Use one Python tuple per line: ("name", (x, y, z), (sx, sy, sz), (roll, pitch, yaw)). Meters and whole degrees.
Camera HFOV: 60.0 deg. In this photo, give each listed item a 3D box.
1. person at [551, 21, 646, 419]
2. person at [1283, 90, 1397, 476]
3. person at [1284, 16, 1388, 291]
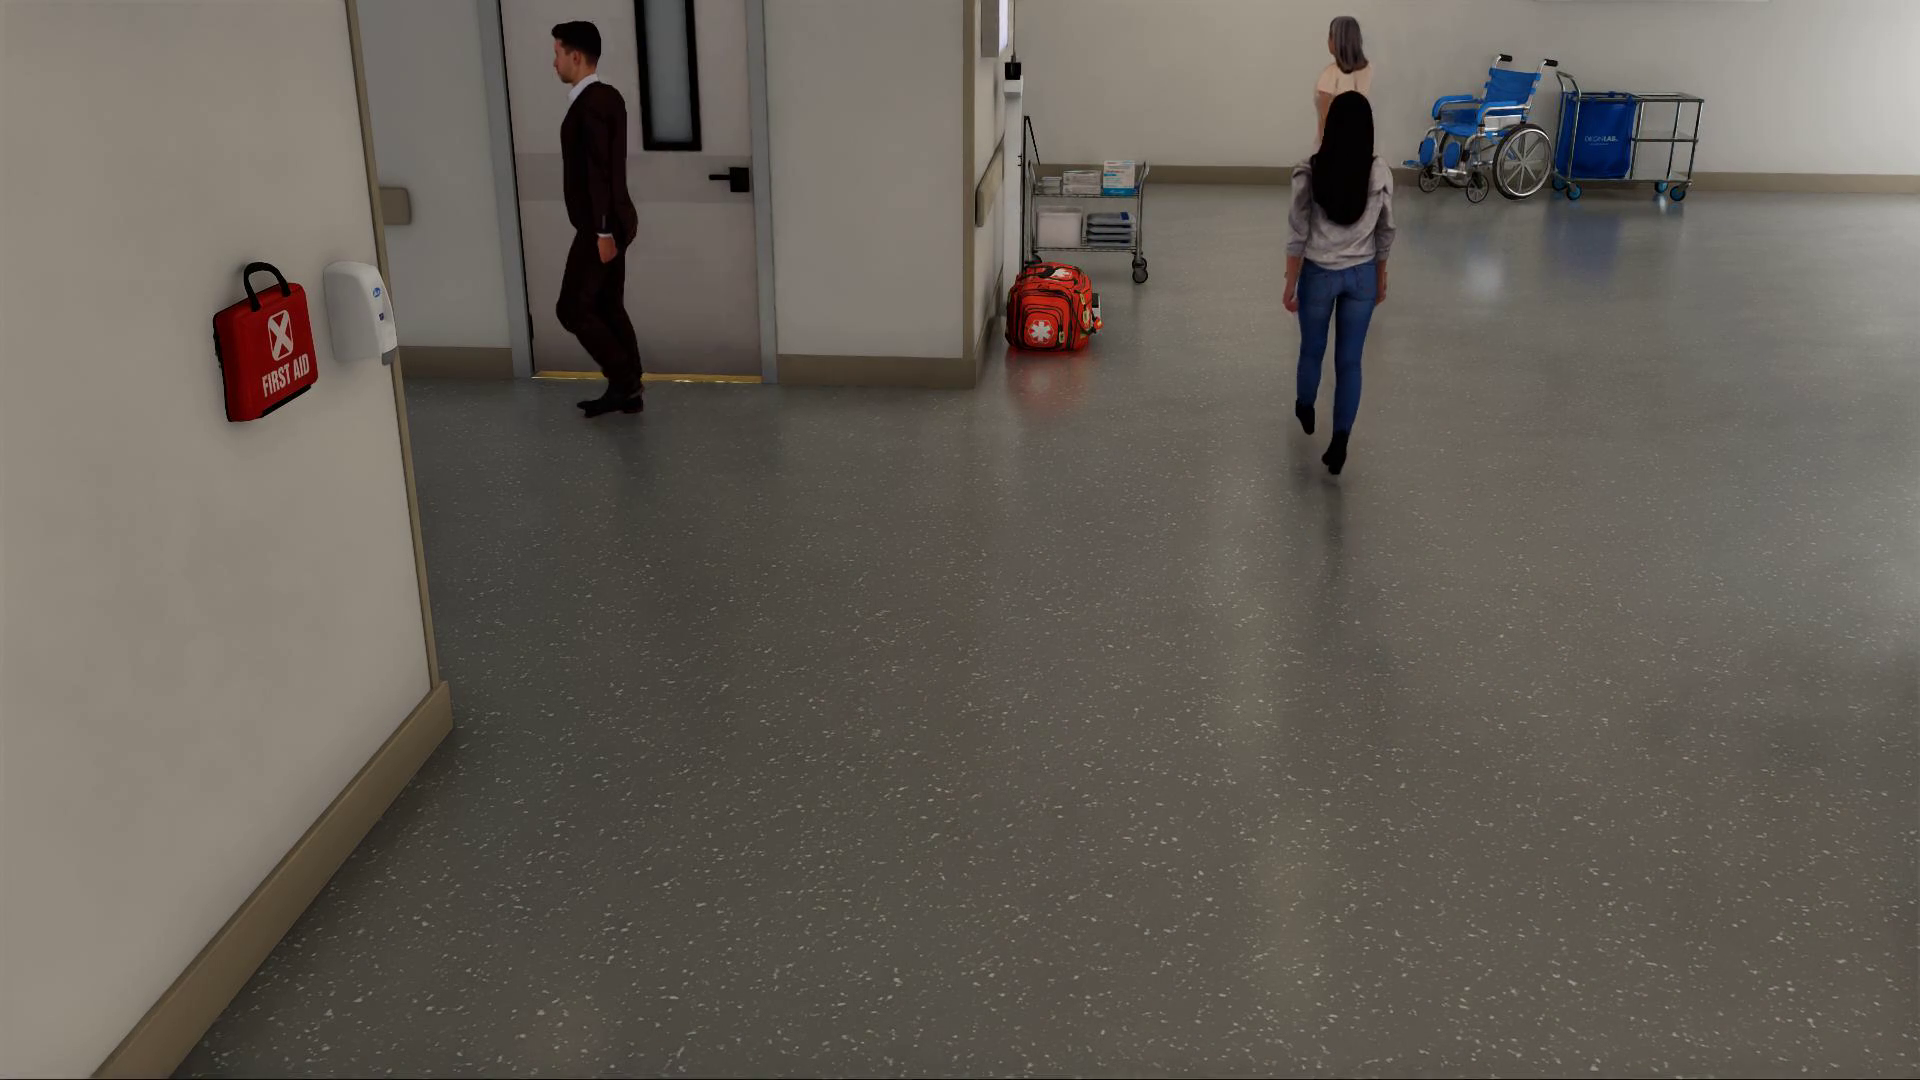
("person", (-1.619, -1.493, 7.901), (0.788, 1.848, 0.583), (-1, 21, -3))
("person", (1.636, -1.055, 7.127), (0.639, 1.579, 1.044), (1, 21, 3))
("person", (2.423, -2.312, 10.286), (1.024, 1.691, 1.242), (-11, 23, -26))
